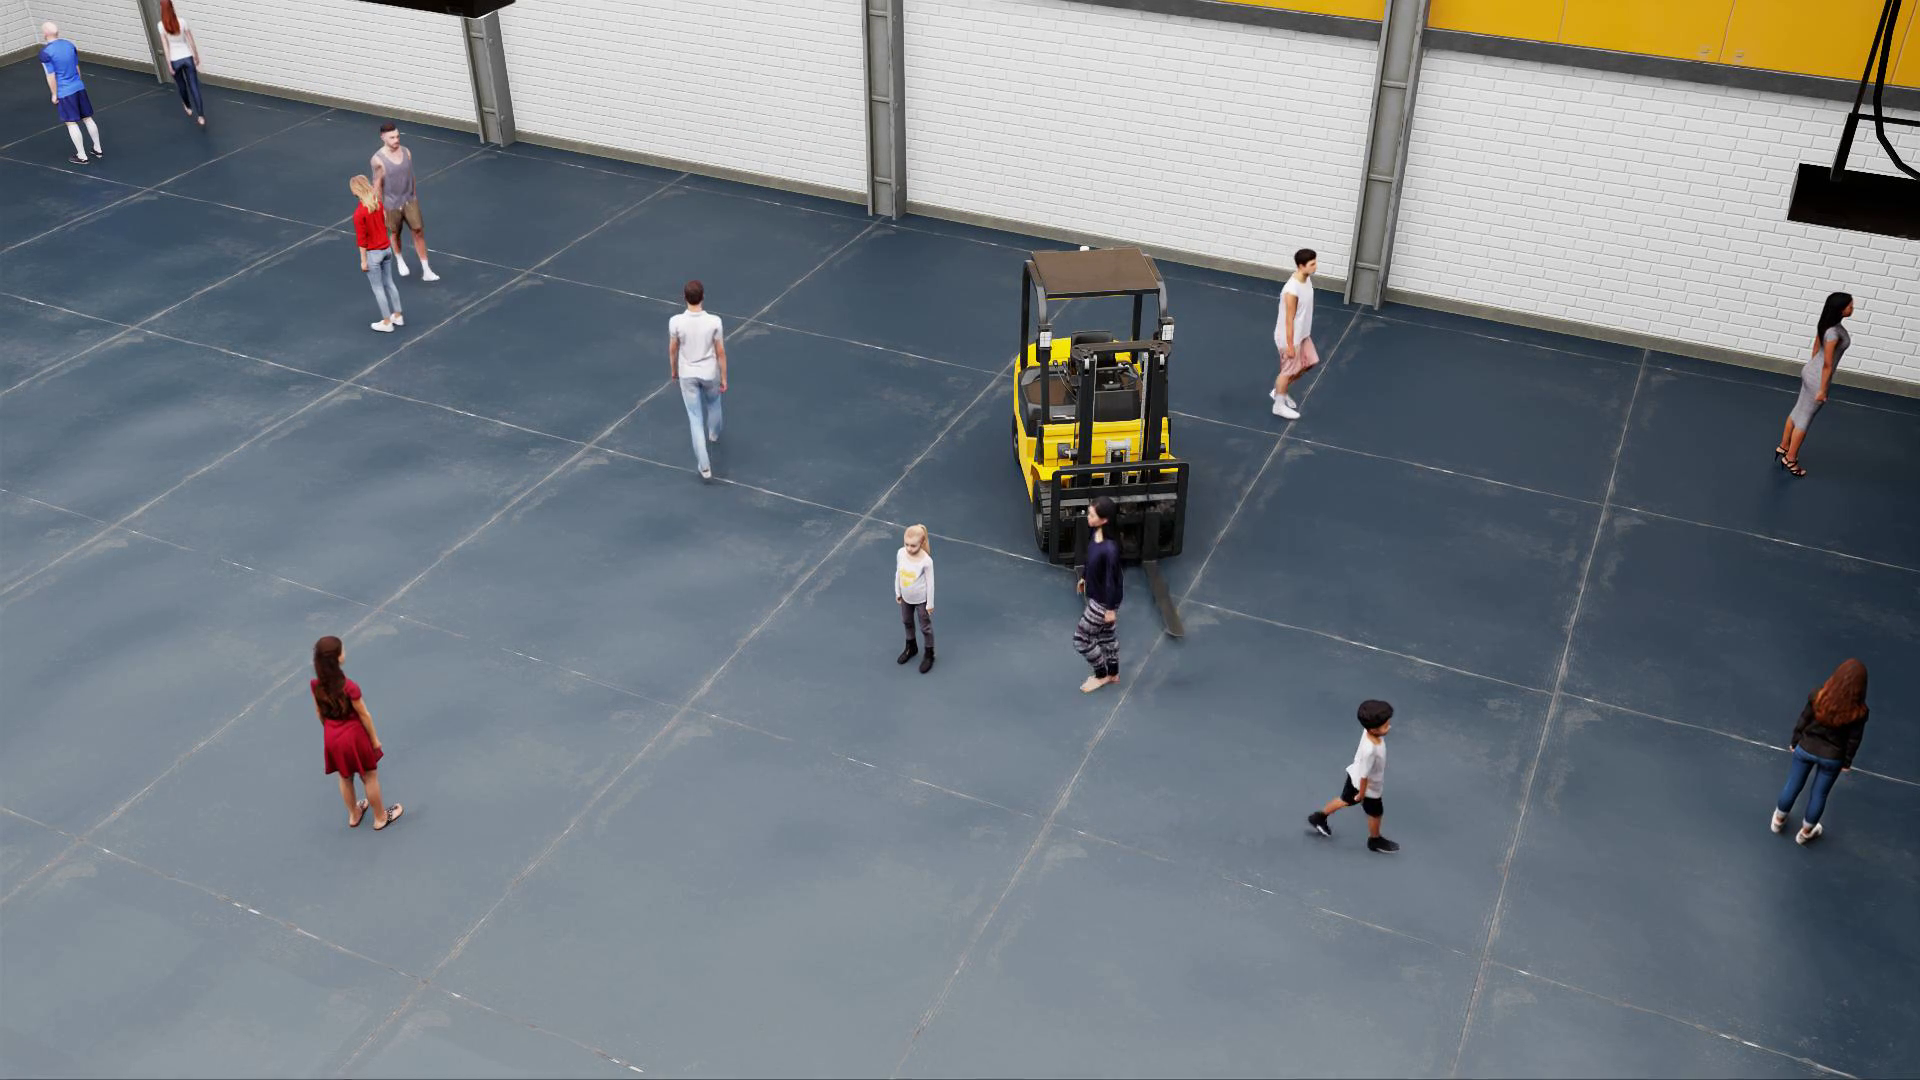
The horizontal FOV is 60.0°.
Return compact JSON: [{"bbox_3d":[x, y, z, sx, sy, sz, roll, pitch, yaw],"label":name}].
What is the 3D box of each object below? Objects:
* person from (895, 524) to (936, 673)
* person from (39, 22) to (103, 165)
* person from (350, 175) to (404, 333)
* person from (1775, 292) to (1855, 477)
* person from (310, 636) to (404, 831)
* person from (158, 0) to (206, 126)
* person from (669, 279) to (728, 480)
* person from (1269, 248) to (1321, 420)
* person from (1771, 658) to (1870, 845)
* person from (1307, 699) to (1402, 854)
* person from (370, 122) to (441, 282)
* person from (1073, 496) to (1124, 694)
[{"bbox_3d":[-0.337,0.429,12.823,0.459,1.274,0.579,20,39,27],"label":"person"},{"bbox_3d":[-11.680,-5.880,21.801,0.558,1.843,0.661,14,36,20],"label":"person"},{"bbox_3d":[-6.187,-3.038,17.654,0.567,1.700,0.650,9,35,14],"label":"person"},{"bbox_3d":[7.800,-1.442,15.180,0.575,1.781,0.615,8,34,12],"label":"person"},{"bbox_3d":[-4.137,1.312,11.238,0.600,1.557,0.658,7,34,10],"label":"person"},{"bbox_3d":[-10.707,-6.547,22.941,1.012,1.691,1.213,-19,38,-26],"label":"person"},{"bbox_3d":[-2.372,-1.424,15.137,1.232,1.797,1.168,-5,34,-8],"label":"person"},{"bbox_3d":[3.142,-2.007,16.036,0.676,1.773,0.678,17,37,24],"label":"person"},{"bbox_3d":[5.780,1.409,11.161,0.497,1.481,0.641,21,39,28],"label":"person"},{"bbox_3d":[2.663,1.561,11.144,0.904,1.247,0.634,5,34,7],"label":"person"},{"bbox_3d":[-6.293,-3.795,18.536,0.926,1.810,1.118,-24,40,-31],"label":"person"},{"bbox_3d":[1.156,0.391,12.474,0.761,1.723,0.735,-1,34,-2],"label":"person"}]
